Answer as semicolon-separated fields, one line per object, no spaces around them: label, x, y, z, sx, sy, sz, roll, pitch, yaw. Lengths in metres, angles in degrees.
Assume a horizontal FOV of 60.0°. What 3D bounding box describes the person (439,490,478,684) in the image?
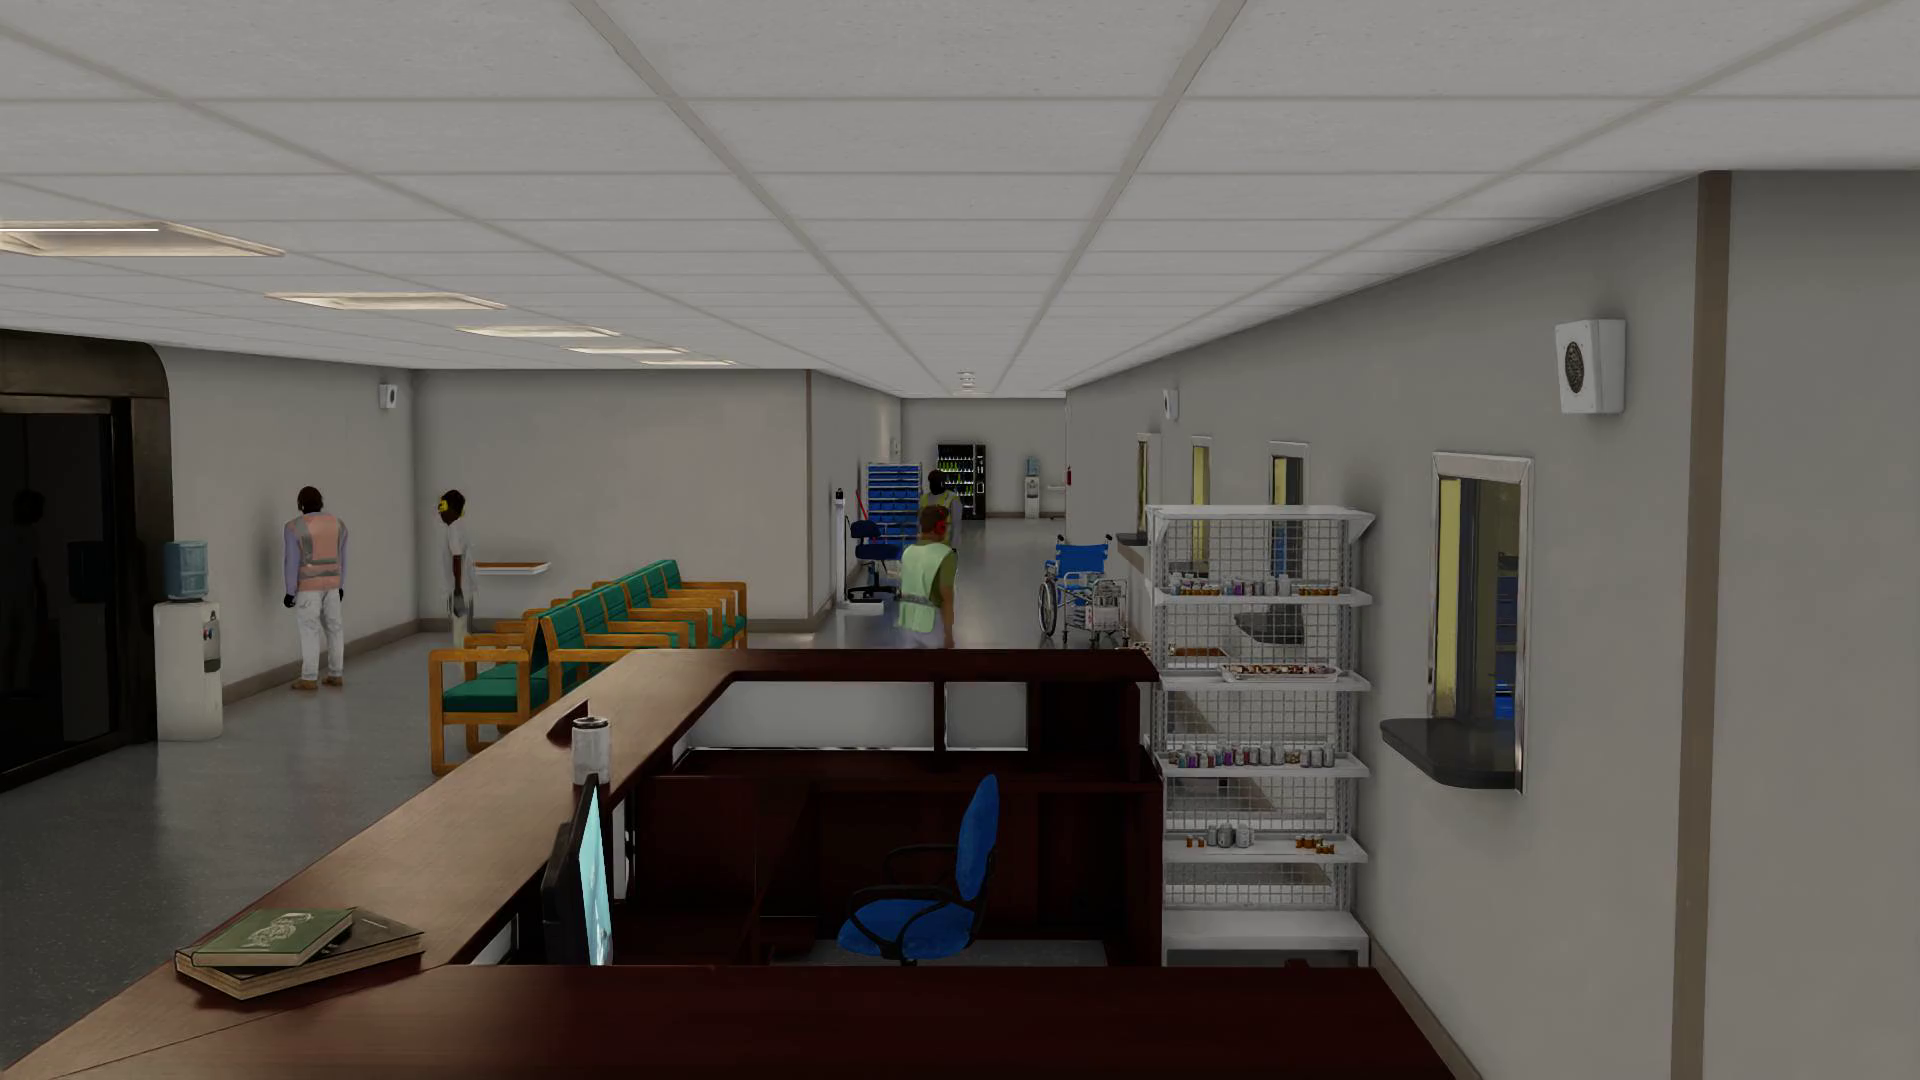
person;-4.307;0.496;14.210;0.341;1.835;0.675;-1;4;-7

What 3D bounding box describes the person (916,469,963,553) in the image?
person;-0.281;0.069;20.099;0.623;1.844;0.429;3;5;35

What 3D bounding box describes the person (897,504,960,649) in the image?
person;-0.134;0.655;12.001;0.719;1.815;0.603;-3;5;-40

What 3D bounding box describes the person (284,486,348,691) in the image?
person;-5.824;0.435;14.993;0.430;1.841;0.624;3;5;34
